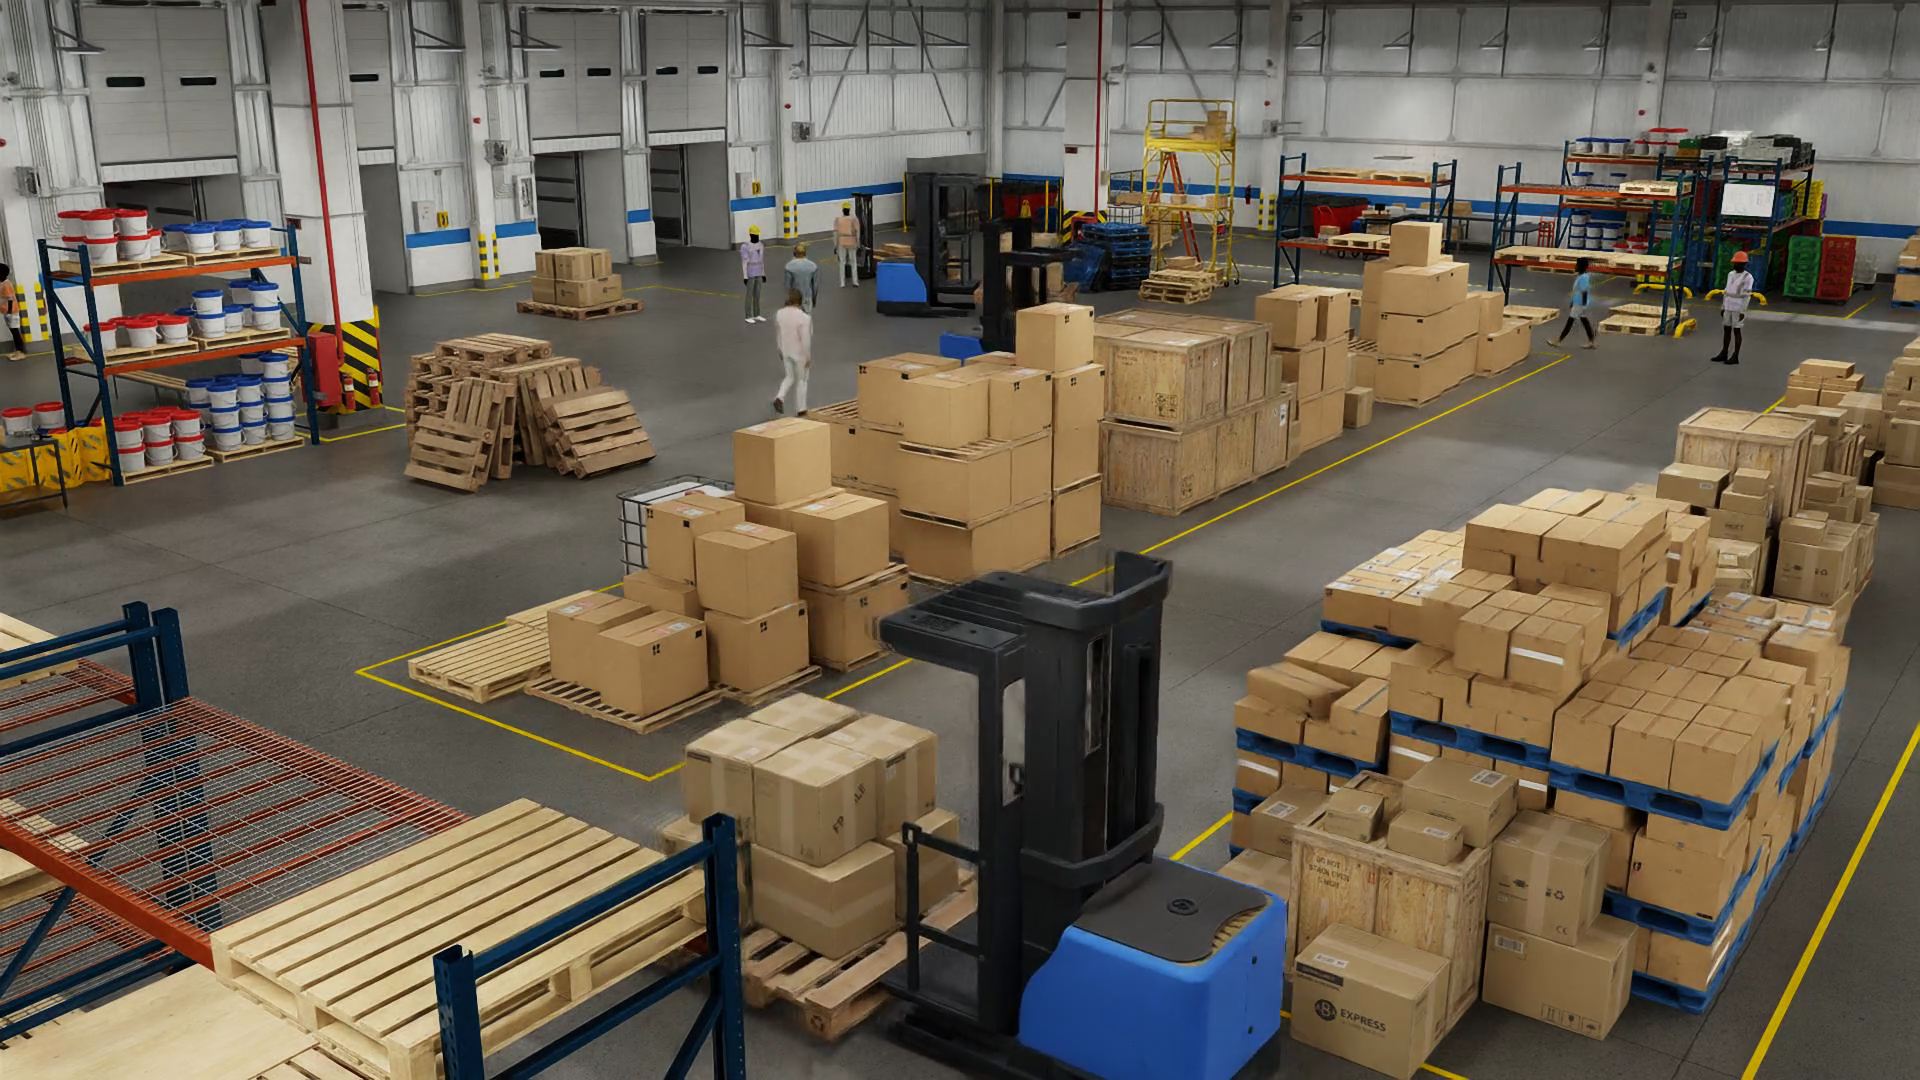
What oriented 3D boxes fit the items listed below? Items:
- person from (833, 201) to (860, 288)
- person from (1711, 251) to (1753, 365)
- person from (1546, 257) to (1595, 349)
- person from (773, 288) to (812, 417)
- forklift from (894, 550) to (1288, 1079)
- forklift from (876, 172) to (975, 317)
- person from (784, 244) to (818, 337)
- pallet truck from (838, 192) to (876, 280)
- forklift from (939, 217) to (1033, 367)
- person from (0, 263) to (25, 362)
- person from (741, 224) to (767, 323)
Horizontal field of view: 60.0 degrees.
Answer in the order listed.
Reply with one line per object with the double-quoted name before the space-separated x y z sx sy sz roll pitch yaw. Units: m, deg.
"person" -2.546 -6.644 37.433 0.602 1.916 0.407 -1 17 -4
"person" 13.308 -3.994 28.599 0.352 1.942 0.546 -6 18 -18
"person" 11.110 -4.264 29.971 0.887 1.645 0.548 4 17 13
"person" -2.454 -2.733 24.454 0.643 1.923 0.560 11 20 33
"forklift" 0.718 1.506 8.789 1.873 2.768 1.129 12 21 35
"forklift" -0.709 -5.984 33.588 1.873 2.768 1.129 3 17 9
"person" -2.832 -4.309 29.675 0.636 1.928 0.380 -8 19 -25
"pallet truck" -1.936 -7.159 38.982 1.885 1.965 0.823 -12 21 -34
"forklift" 0.690 -3.440 25.166 1.873 2.768 1.129 12 21 35
"person" -16.523 -3.959 28.898 0.318 1.697 0.535 -11 20 -33
"person" -4.041 -5.248 32.776 0.386 1.926 0.591 12 21 35
